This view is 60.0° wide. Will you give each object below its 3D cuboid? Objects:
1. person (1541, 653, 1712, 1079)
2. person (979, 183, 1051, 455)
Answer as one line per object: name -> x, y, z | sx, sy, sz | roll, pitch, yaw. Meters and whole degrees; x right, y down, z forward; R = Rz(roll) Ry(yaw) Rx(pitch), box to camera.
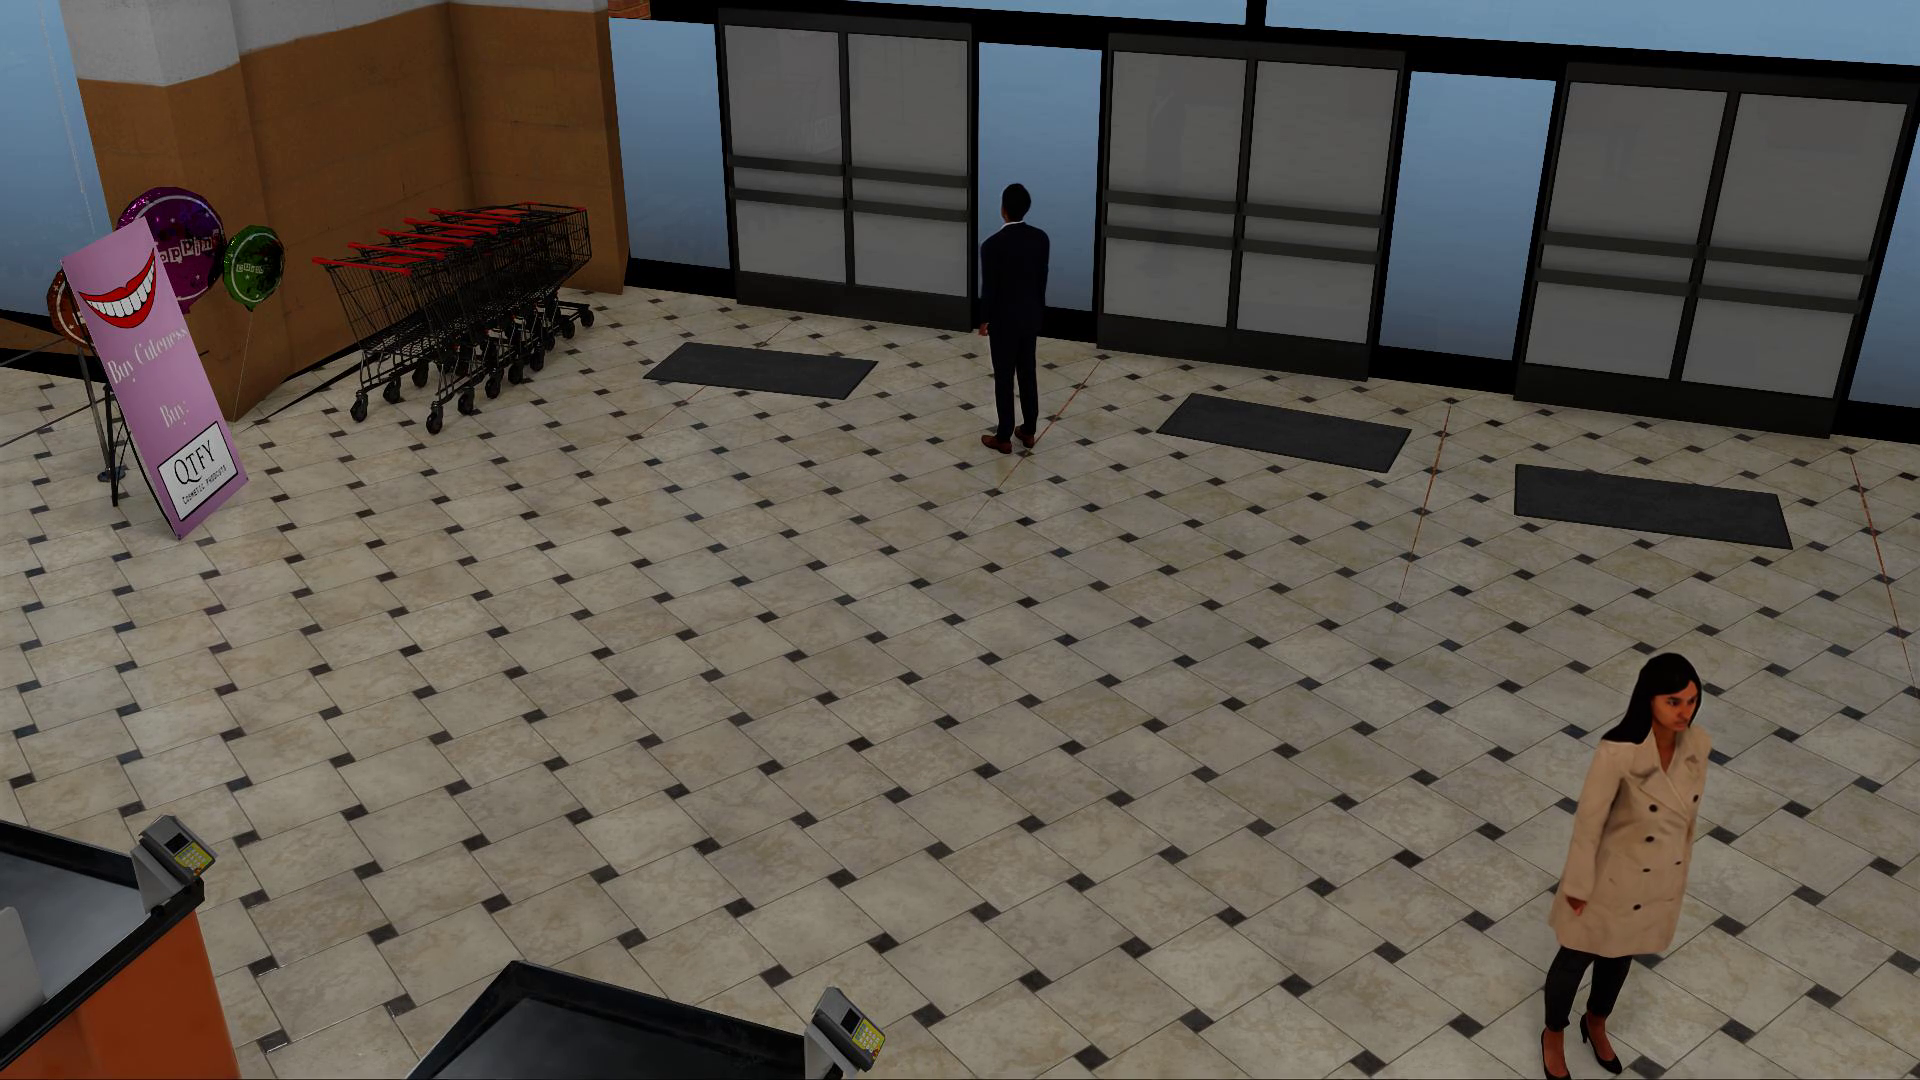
person -> 2.222, 1.116, 5.577 | 0.720, 1.682, 0.736 | -7, 28, -13
person -> 0.343, -1.381, 10.450 | 0.682, 1.727, 0.767 | -15, 31, -27
